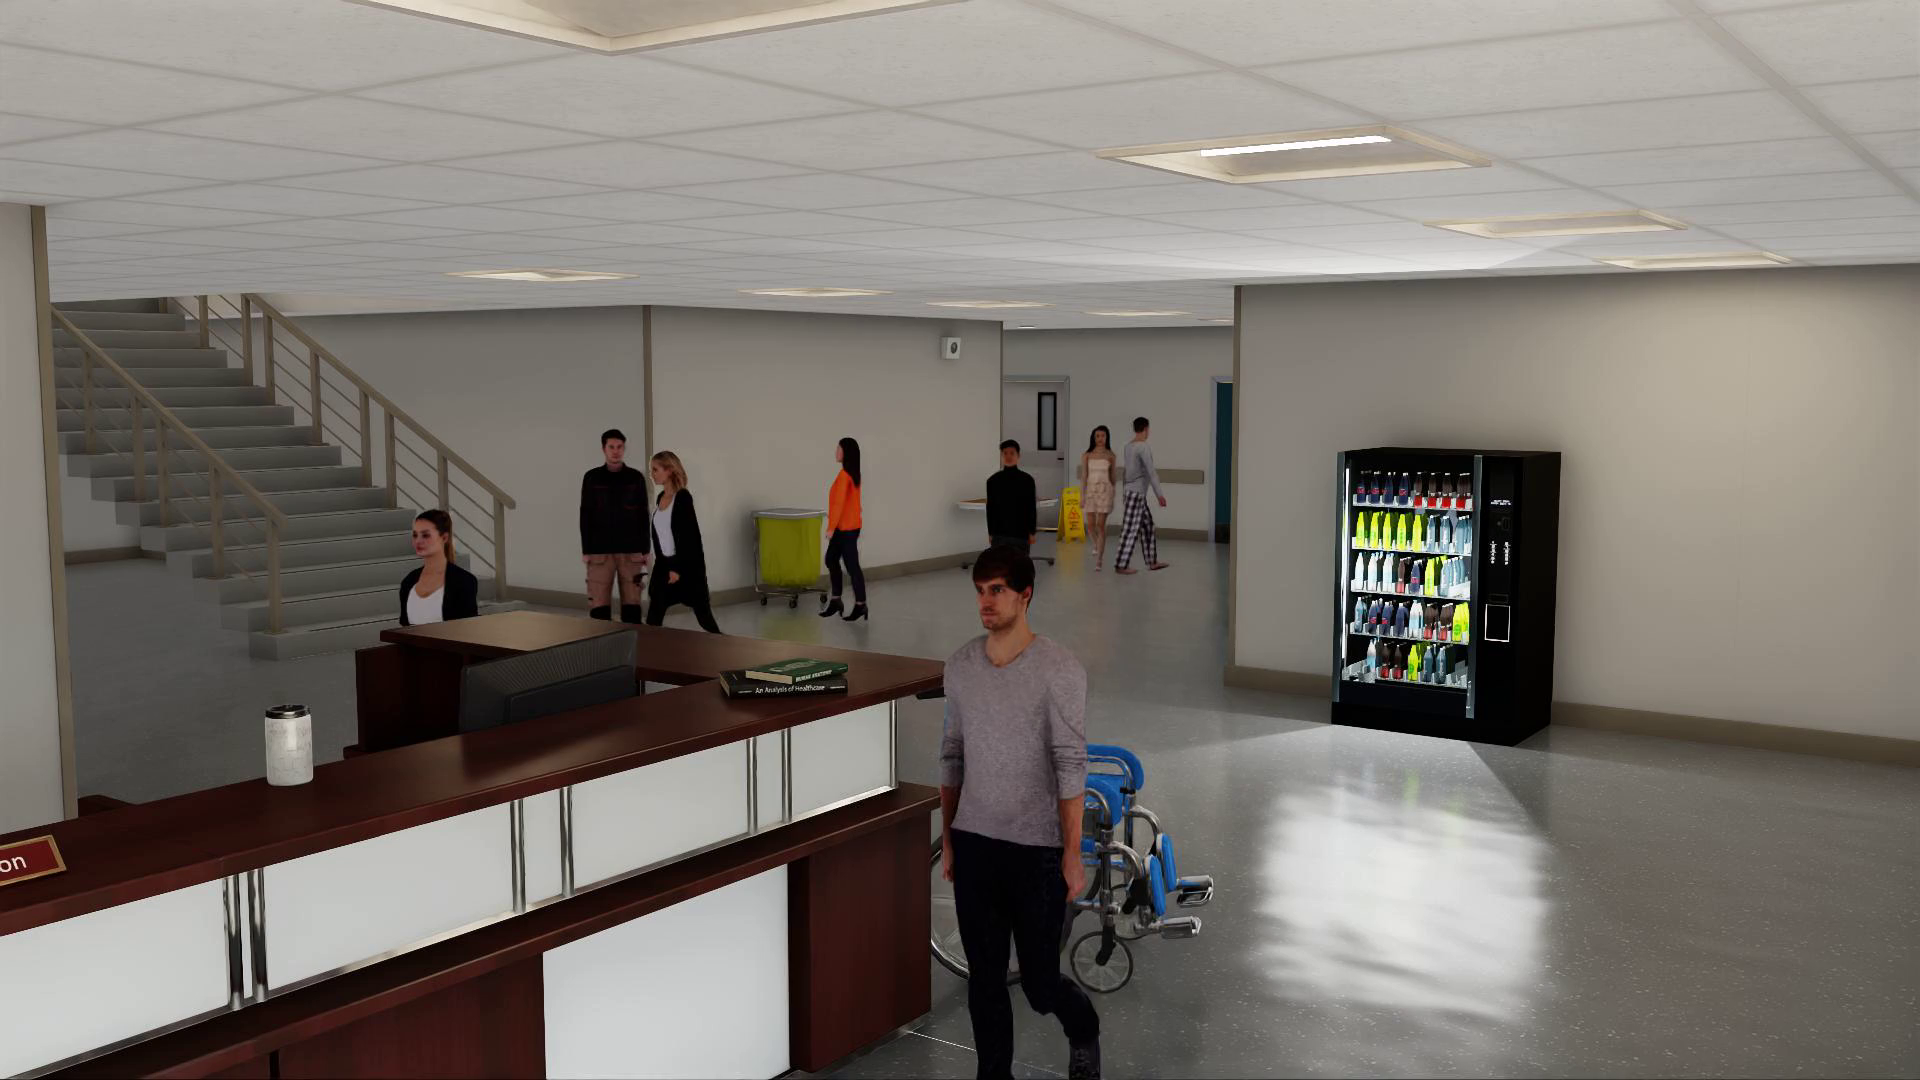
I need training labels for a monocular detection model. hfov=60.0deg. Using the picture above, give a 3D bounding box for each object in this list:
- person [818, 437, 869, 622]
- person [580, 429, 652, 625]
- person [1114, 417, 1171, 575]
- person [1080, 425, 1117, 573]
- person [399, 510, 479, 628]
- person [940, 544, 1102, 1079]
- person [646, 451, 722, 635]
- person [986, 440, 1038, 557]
[{"bbox_3d":[-0.982,-0.089,15.672,0.865,1.734,0.799,0,6,1],"label":"person"},{"bbox_3d":[-2.636,0.110,12.745,0.794,1.925,0.821,-2,6,-17],"label":"person"},{"bbox_3d":[1.966,-0.505,19.382,1.070,1.819,1.027,-1,6,-11],"label":"person"},{"bbox_3d":[1.643,-0.487,19.685,0.823,1.723,0.826,1,6,8],"label":"person"},{"bbox_3d":[-2.520,0.696,8.326,1.142,1.643,0.959,2,6,15],"label":"person"},{"bbox_3d":[0.219,0.925,5.114,0.742,1.831,0.742,4,7,36],"label":"person"},{"bbox_3d":[-1.936,0.281,12.012,1.156,1.732,0.750,4,7,37],"label":"person"},{"bbox_3d":[0.507,-0.081,15.860,1.113,1.681,0.987,1,6,13],"label":"person"}]
